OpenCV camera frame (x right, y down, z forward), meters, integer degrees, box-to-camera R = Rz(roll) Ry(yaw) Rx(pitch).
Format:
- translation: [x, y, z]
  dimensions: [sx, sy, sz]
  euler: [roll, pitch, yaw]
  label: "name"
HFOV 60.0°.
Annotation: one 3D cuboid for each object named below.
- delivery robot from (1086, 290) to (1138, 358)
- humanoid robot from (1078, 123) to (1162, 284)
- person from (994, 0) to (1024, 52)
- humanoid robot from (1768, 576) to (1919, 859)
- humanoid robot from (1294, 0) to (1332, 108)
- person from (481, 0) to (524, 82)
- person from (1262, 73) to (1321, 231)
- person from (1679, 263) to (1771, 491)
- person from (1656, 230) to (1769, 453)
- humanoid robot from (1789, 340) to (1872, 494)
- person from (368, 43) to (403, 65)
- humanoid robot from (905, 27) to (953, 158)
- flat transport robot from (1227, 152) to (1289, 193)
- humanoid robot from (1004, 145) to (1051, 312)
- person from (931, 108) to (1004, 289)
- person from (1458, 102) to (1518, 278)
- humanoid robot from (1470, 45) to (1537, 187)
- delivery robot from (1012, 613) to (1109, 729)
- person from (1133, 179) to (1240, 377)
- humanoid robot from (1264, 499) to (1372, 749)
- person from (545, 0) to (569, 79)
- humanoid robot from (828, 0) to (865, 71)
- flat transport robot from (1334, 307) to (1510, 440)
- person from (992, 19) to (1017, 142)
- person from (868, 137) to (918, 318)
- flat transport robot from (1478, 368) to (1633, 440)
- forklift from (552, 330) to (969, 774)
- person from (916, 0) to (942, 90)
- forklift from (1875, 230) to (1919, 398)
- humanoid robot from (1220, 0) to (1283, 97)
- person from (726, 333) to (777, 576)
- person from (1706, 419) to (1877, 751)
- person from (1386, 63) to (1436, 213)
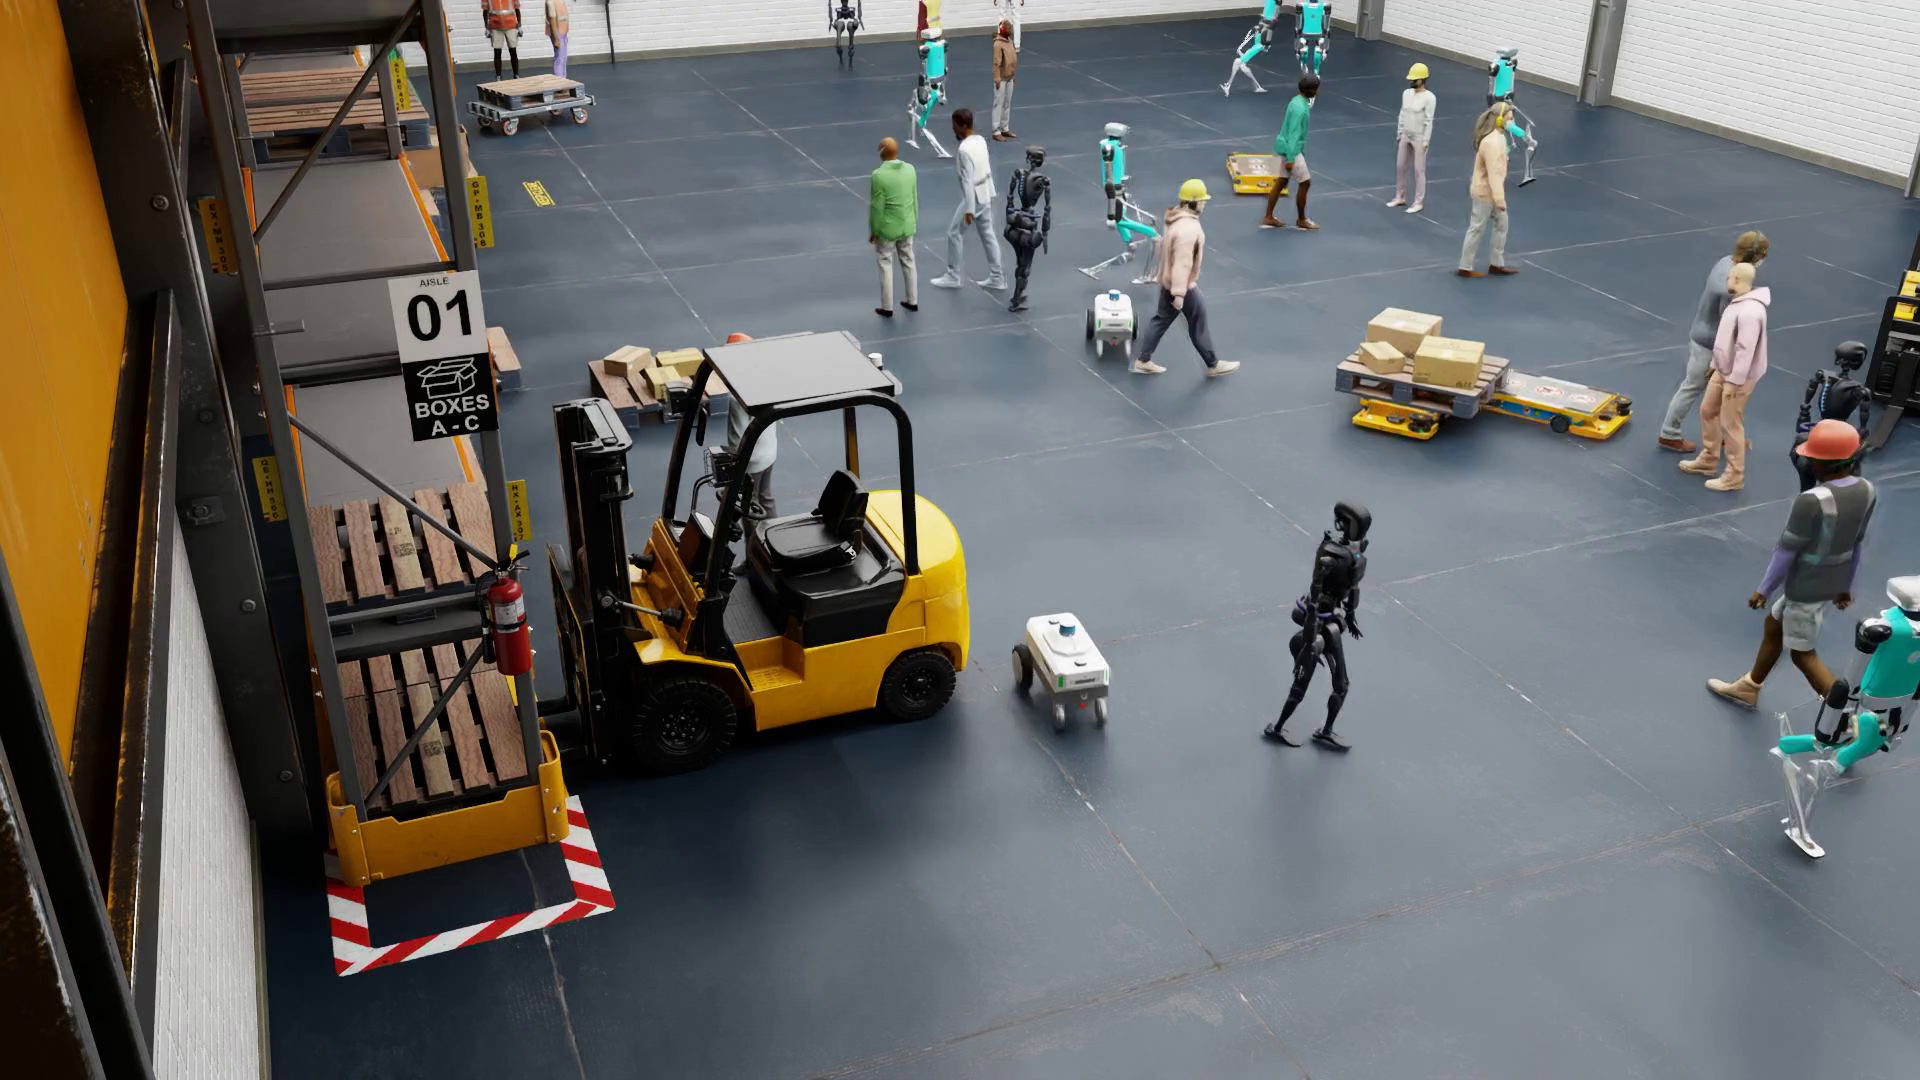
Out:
- translation: [1.457, -2.076, 15.818]
  dimensions: [0.499, 0.613, 0.816]
  euler: [1, 27, 2]
  label: "delivery robot"
- translation: [1.775, -3.402, 17.142]
  dimensions: [1.054, 1.744, 0.561]
  euler: [7, 27, 13]
  label: "humanoid robot"
- translation: [0.860, -9.519, 29.138]
  dimensions: [0.572, 1.876, 0.352]
  euler: [1, 27, 1]
  label: "person"
- translation: [4.537, 0.929, 8.615]
  dimensions: [0.536, 1.890, 0.777]
  euler: [-6, 27, -11]
  label: "humanoid robot"
- translation: [5.365, -7.524, 25.346]
  dimensions: [0.551, 1.760, 0.980]
  euler: [6, 27, 13]
  label: "humanoid robot"
- translation: [-7.203, -8.104, 26.230]
  dimensions: [0.605, 1.957, 0.385]
  euler: [-7, 27, -13]
  label: "person"
- translation: [3.904, -4.449, 19.115]
  dimensions: [0.787, 1.807, 0.596]
  euler: [3, 27, 6]
  label: "person"
- translation: [5.975, -1.259, 12.832]
  dimensions: [0.444, 1.752, 0.571]
  euler: [3, 27, 6]
  label: "person"
- translation: [6.119, -1.540, 13.227]
  dimensions: [0.835, 1.900, 0.636]
  euler: [11, 29, 20]
  label: "person"
- translation: [6.054, -0.621, 11.654]
  dimensions: [0.336, 1.658, 0.603]
  euler: [-9, 28, -18]
  label: "humanoid robot"
- translation: [-8.474, -7.154, 24.535]
  dimensions: [0.543, 1.783, 0.963]
  euler: [23, 35, 38]
  label: "person"
- translation: [-0.521, -6.001, 22.357]
  dimensions: [1.068, 1.770, 0.559]
  euler: [20, 33, 35]
  label: "humanoid robot"
- translation: [3.813, -4.705, 21.346]
  dimensions: [0.659, 0.231, 1.431]
  euler: [2, 27, 3]
  label: "flat transport robot"
- translation: [0.628, -3.123, 16.642]
  dimensions: [0.597, 1.632, 0.462]
  euler: [22, 34, 37]
  label: "humanoid robot"
- translation: [0.065, -3.508, 17.173]
  dimensions: [0.873, 1.872, 0.650]
  euler: [9, 28, 17]
  label: "person"
- translation: [5.677, -3.635, 17.457]
  dimensions: [0.713, 1.857, 0.571]
  euler: [11, 29, 21]
  label: "person"
- translation: [6.979, -5.255, 20.862]
  dimensions: [0.536, 1.775, 1.022]
  euler: [-23, 35, -38]
  label: "humanoid robot"
- translation: [0.643, 0.753, 10.184]
  dimensions: [0.499, 0.606, 0.790]
  euler: [-7, 27, -13]
  label: "delivery robot"
- translation: [2.046, -2.325, 14.889]
  dimensions: [0.975, 1.813, 0.822]
  euler: [-1, 27, -3]
  label: "person"
- translation: [2.060, 0.480, 9.478]
  dimensions: [0.563, 1.632, 0.586]
  euler: [20, 33, 34]
  label: "humanoid robot"
- translation: [-6.210, -7.794, 25.743]
  dimensions: [0.386, 1.836, 0.566]
  euler: [1, 27, 2]
  label: "person"
- translation: [-1.889, -8.629, 27.592]
  dimensions: [0.609, 1.646, 0.425]
  euler: [0, 27, 0]
  label: "humanoid robot"
- translation: [3.990, -1.233, 14.440]
  dimensions: [0.659, 0.231, 1.431]
  euler: [16, 31, 29]
  label: "flat transport robot"
- translation: [0.601, -6.431, 23.234]
  dimensions: [0.327, 1.651, 0.470]
  euler: [16, 31, 28]
  label: "person"
- translation: [-0.652, -3.091, 16.459]
  dimensions: [0.561, 1.774, 0.385]
  euler: [-19, 32, -33]
  label: "person"
- translation: [4.997, -1.204, 14.382]
  dimensions: [1.431, 0.231, 0.659]
  euler: [20, 33, 34]
  label: "flat transport robot"
- translation: [-1.094, 0.010, 9.831]
  dimensions: [2.313, 2.155, 1.214]
  euler: [-10, 28, -20]
  label: "forklift"
- translation: [-0.516, -7.979, 26.206]
  dimensions: [0.438, 1.760, 0.473]
  euler: [12, 29, 22]
  label: "person"
- translation: [9.029, -2.397, 14.618]
  dimensions: [1.214, 2.155, 2.313]
  euler: [18, 32, 32]
  label: "forklift"
- translation: [4.470, -7.781, 25.837]
  dimensions: [1.015, 1.763, 0.540]
  euler: [-5, 27, -9]
  label: "humanoid robot"
- translation: [-1.458, -0.595, 11.532]
  dimensions: [0.350, 1.739, 0.574]
  euler: [9, 28, 17]
  label: "person"
- translation: [4.959, 0.266, 9.552]
  dimensions: [0.593, 1.997, 1.018]
  euler: [-17, 31, -30]
  label: "person"
- translation: [5.417, -4.806, 19.890]
  dimensions: [0.345, 1.758, 0.523]
  euler: [-16, 31, -29]
  label: "person"
